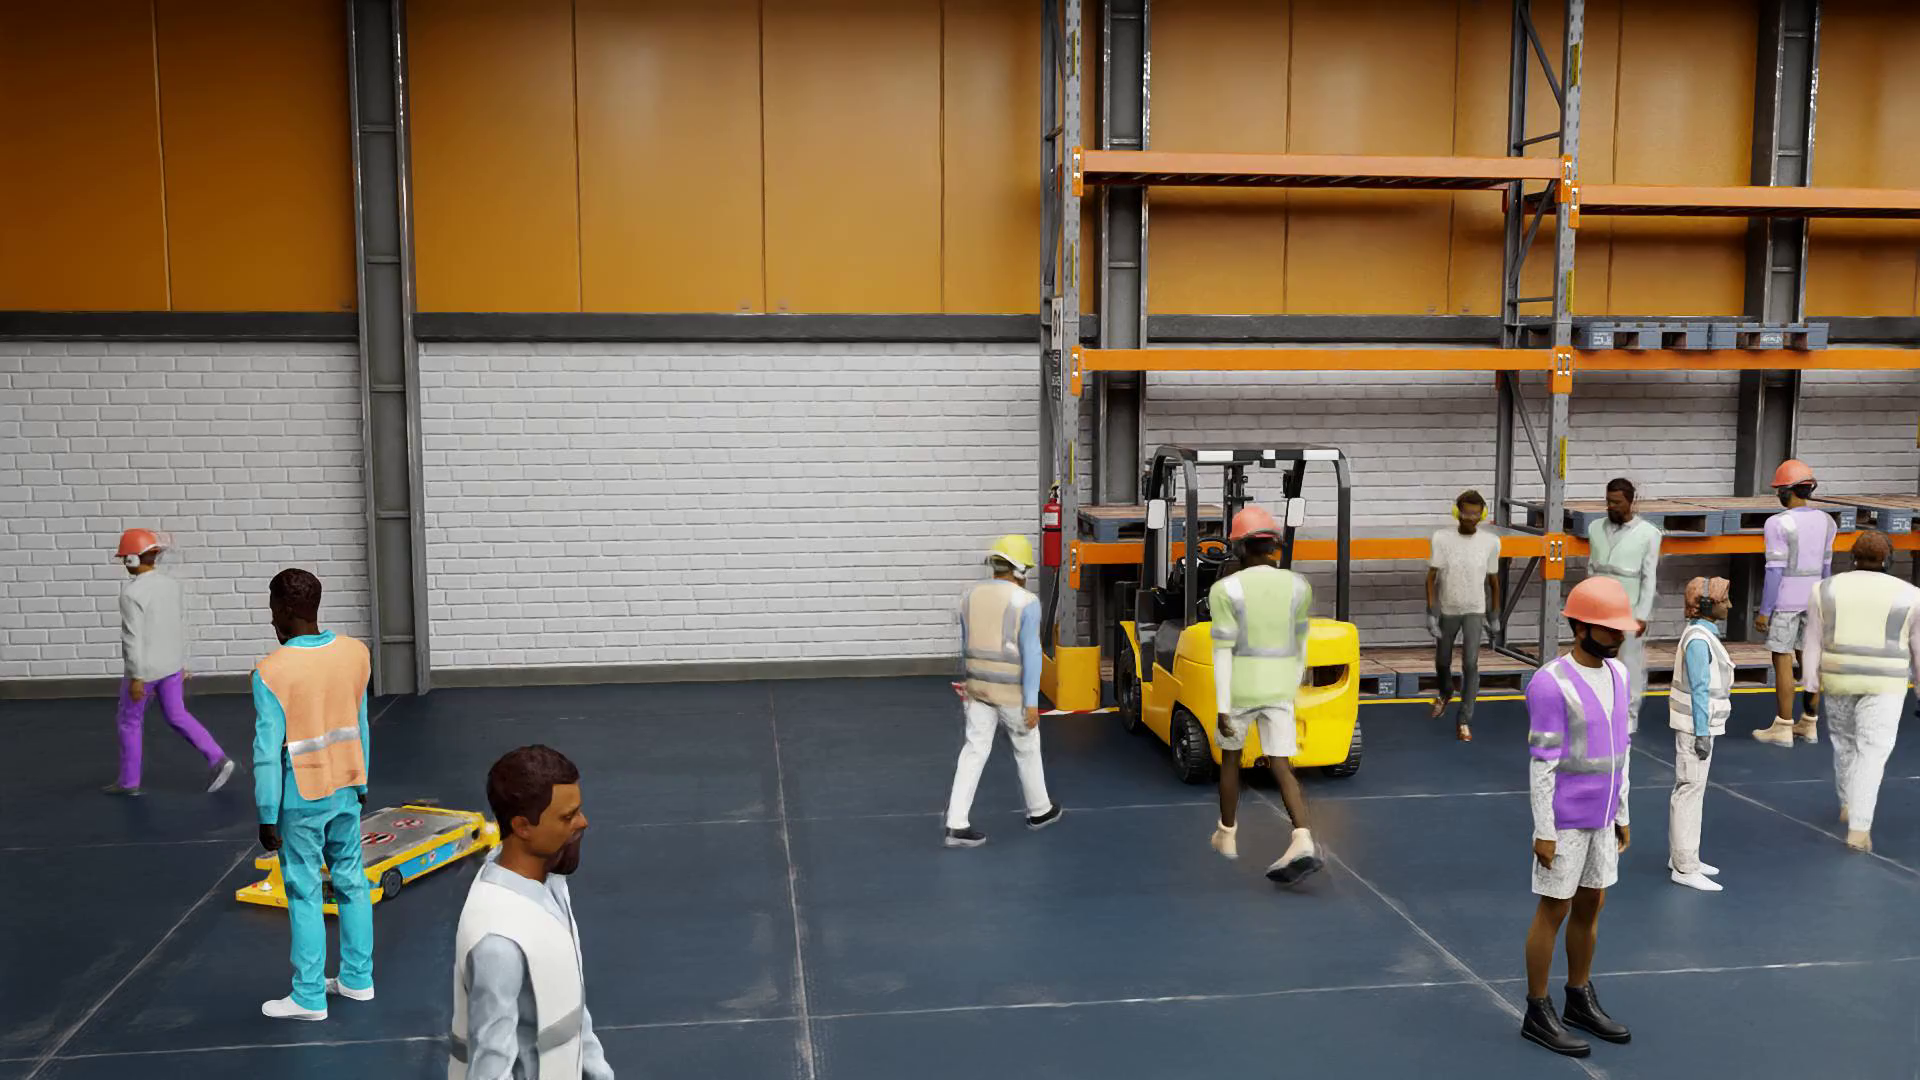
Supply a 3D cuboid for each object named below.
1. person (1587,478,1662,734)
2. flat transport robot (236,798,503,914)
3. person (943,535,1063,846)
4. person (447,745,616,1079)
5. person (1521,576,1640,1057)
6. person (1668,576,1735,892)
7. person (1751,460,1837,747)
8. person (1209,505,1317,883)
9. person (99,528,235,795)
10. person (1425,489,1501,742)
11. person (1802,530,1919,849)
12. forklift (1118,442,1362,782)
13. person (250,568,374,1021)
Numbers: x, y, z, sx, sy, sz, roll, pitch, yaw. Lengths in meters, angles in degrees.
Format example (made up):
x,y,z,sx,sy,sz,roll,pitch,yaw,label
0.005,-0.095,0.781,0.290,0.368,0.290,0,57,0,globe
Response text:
x,y,z,sx,sy,sz,roll,pitch,yaw,label
4.715,0.503,12.065,0.772,1.893,0.609,-5,8,-35,person
-3.093,1.667,8.903,0.652,0.197,1.431,2,7,19,flat transport robot
0.235,0.858,9.556,0.625,1.765,0.935,5,8,39,person
-1.103,1.420,4.132,0.961,1.877,0.591,-1,7,-11,person
2.515,1.100,6.687,0.544,1.930,0.389,-4,8,-32,person
3.901,1.003,8.777,0.309,1.641,0.513,3,7,23,person
5.929,0.449,11.894,0.615,2.038,0.395,-3,7,-22,person
1.646,0.819,8.925,0.612,1.997,0.978,-1,7,-9,person
-5.032,0.773,10.487,0.808,1.717,0.568,1,7,11,person
3.696,0.517,12.224,0.531,1.835,0.735,2,7,17,person
5.228,0.839,9.595,0.645,1.792,0.982,5,8,39,person
1.912,0.418,11.496,1.214,2.155,2.313,-1,7,-8,forklift
-2.724,1.070,7.036,0.397,1.911,0.587,3,7,25,person
